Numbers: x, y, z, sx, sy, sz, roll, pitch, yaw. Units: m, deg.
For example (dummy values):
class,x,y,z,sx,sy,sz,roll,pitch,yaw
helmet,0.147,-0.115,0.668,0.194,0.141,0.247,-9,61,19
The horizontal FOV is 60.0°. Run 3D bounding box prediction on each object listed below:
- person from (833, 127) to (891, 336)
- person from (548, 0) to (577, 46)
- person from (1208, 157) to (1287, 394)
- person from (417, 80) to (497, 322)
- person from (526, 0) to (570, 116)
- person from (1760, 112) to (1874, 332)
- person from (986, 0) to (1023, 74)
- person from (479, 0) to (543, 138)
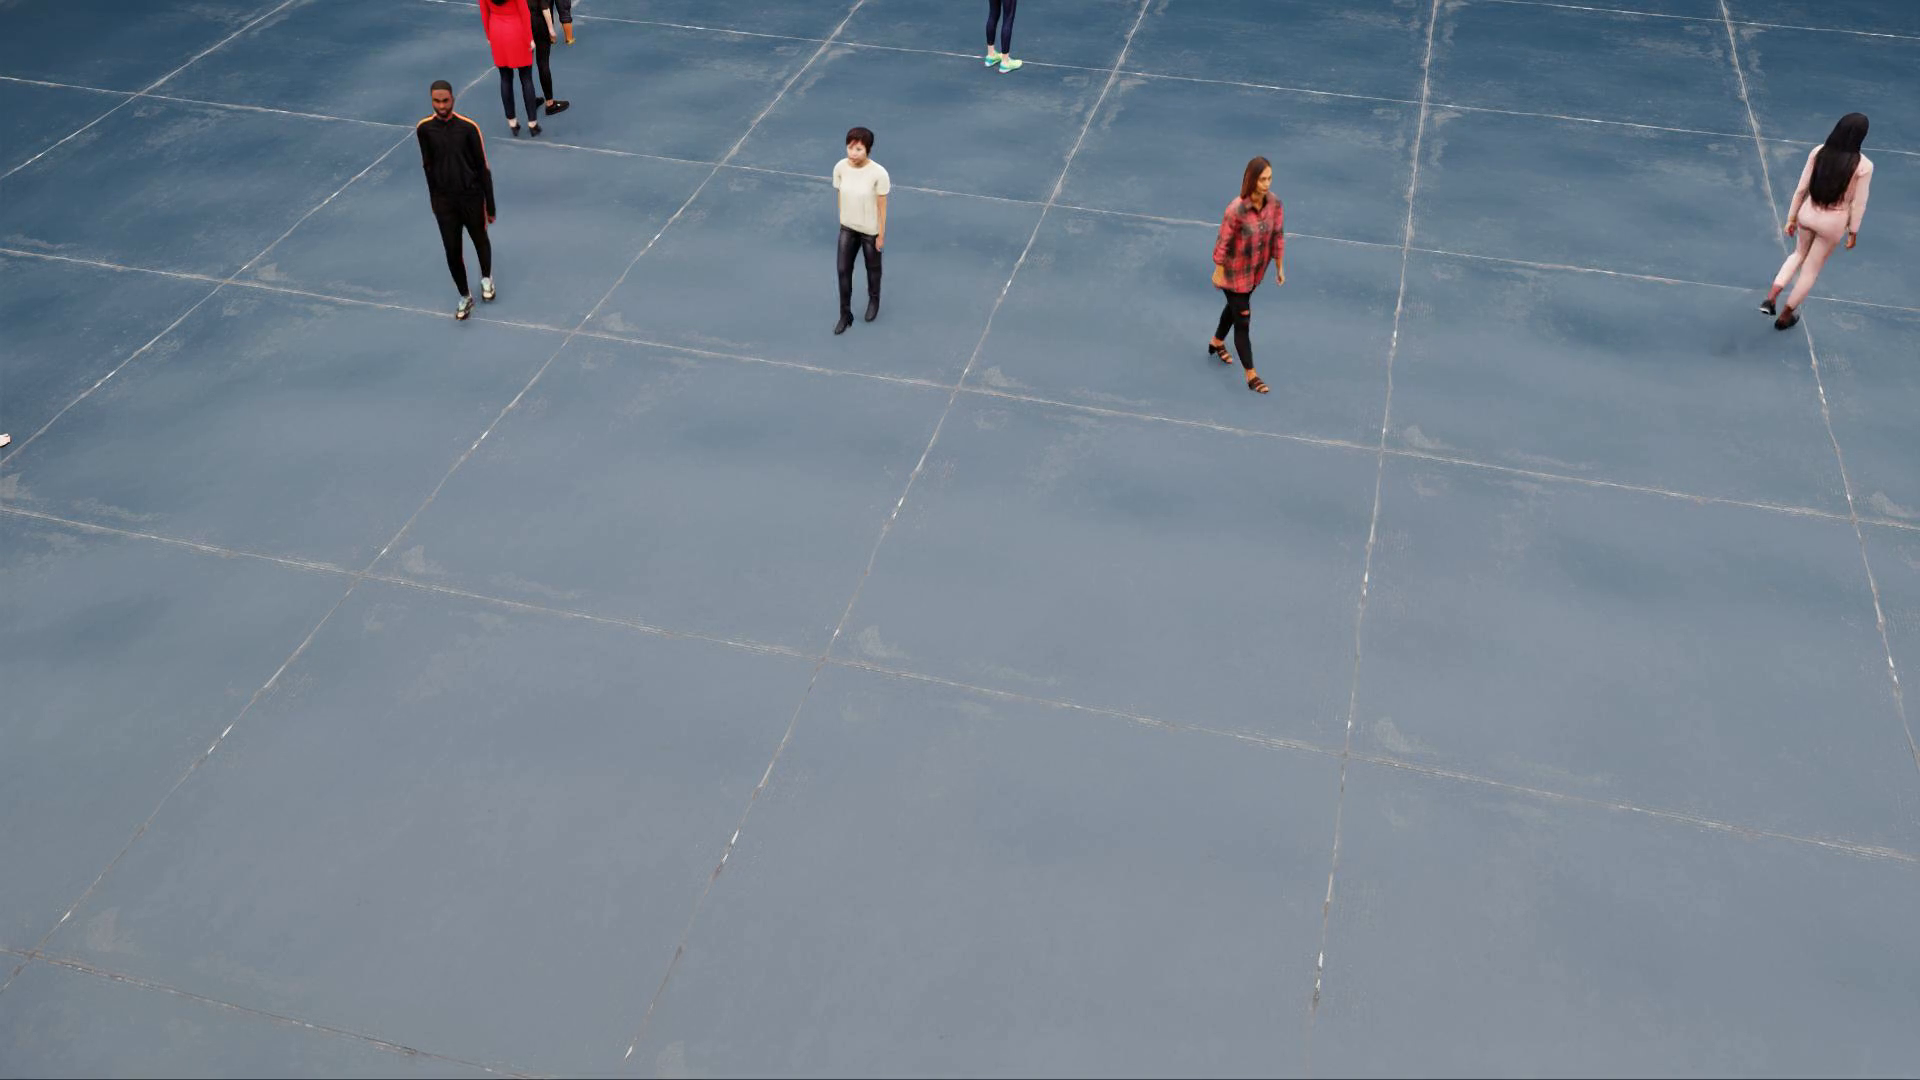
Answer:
class,x,y,z,sx,sy,sz,roll,pitch,yaw
person,-0.692,-2.323,12.252,0.646,1.570,0.790,13,40,16
person,-4.116,-5.708,16.668,0.614,1.460,0.573,1,38,1
person,1.938,-1.918,11.659,1.036,1.663,1.093,-19,42,-23
person,-3.721,-2.606,12.438,0.836,1.786,0.974,-4,38,-5
person,-3.955,-4.763,15.254,0.629,1.712,0.569,16,41,19
person,6.189,-2.255,12.051,0.849,1.709,0.790,-23,43,-26
person,0.413,-5.415,16.097,0.670,1.701,0.686,31,47,33
person,-4.008,-4.455,14.833,0.631,1.748,0.640,5,38,6
